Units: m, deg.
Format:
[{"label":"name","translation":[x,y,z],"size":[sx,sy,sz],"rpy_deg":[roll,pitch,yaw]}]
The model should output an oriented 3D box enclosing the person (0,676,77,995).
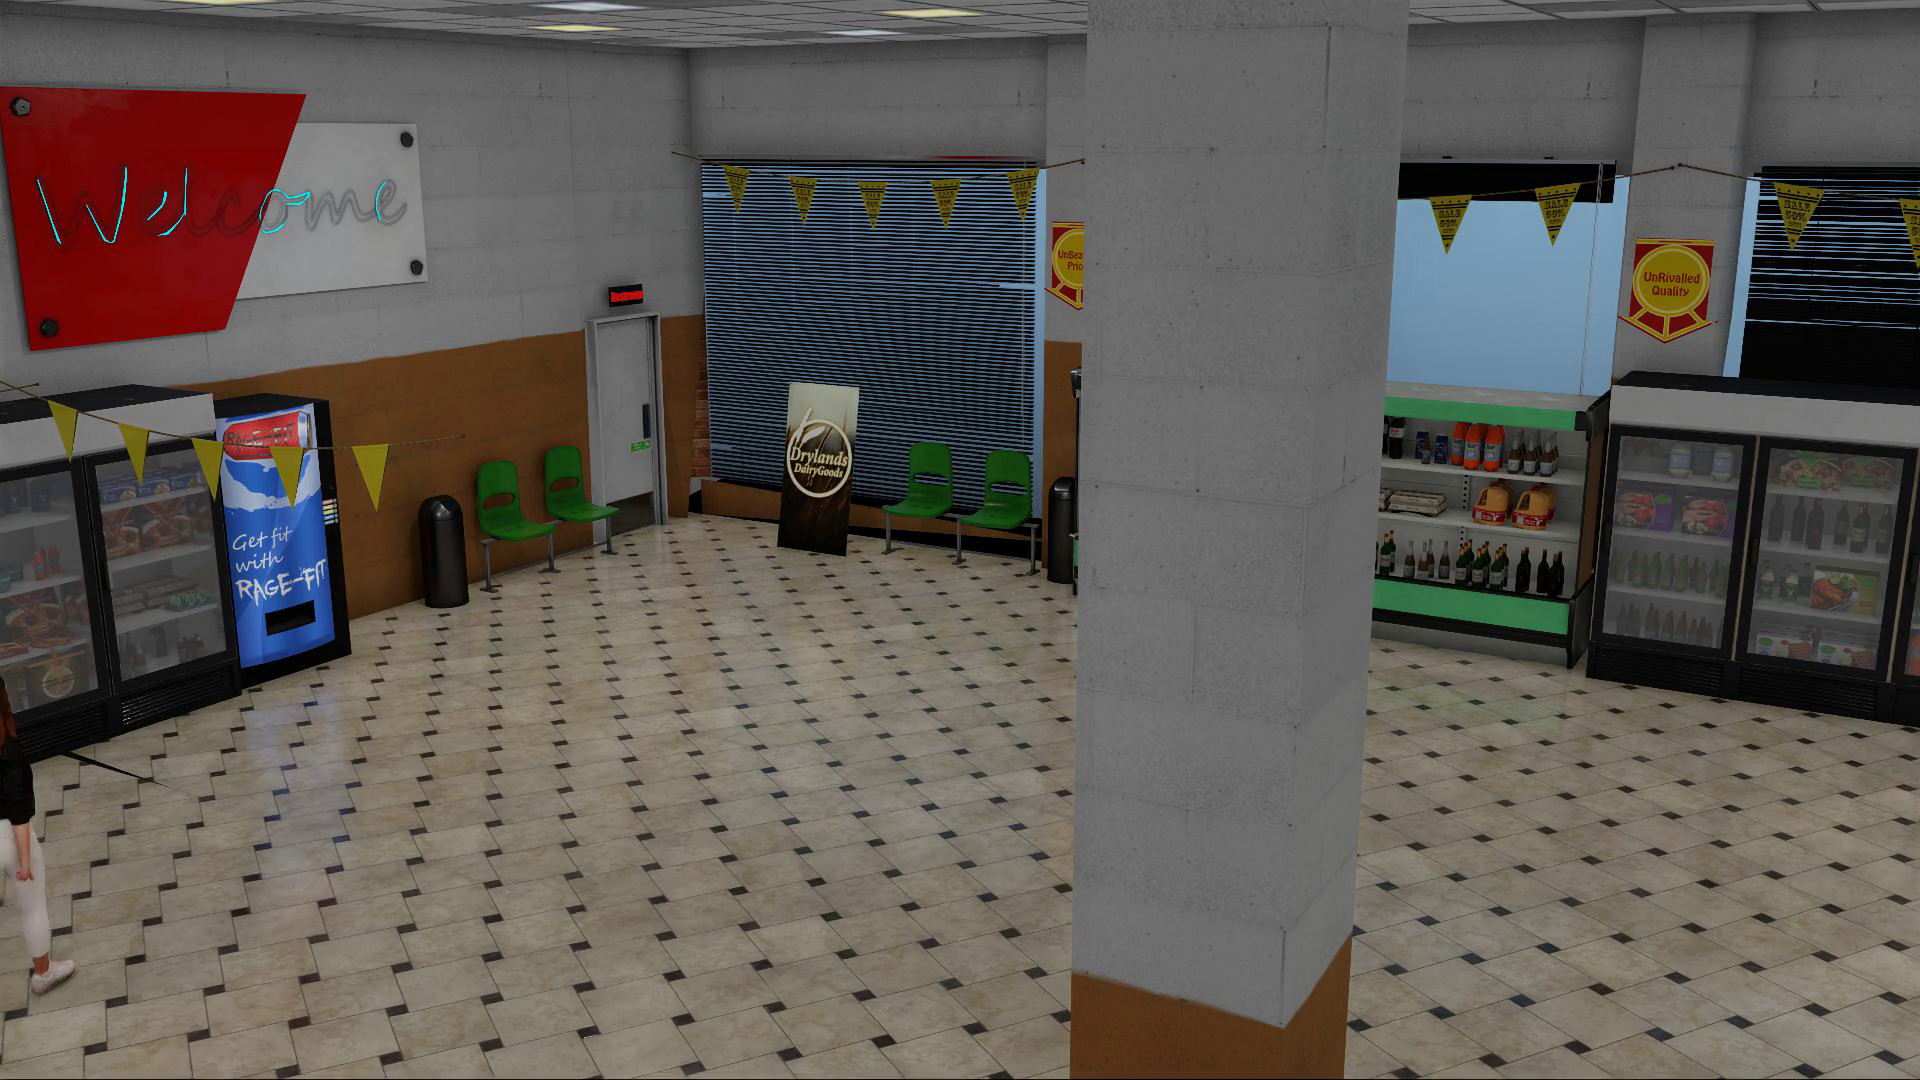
[{"label":"person","translation":[-4.587,1.462,7.804],"size":[1.072,1.681,0.947],"rpy_deg":[1,14,5]}]
